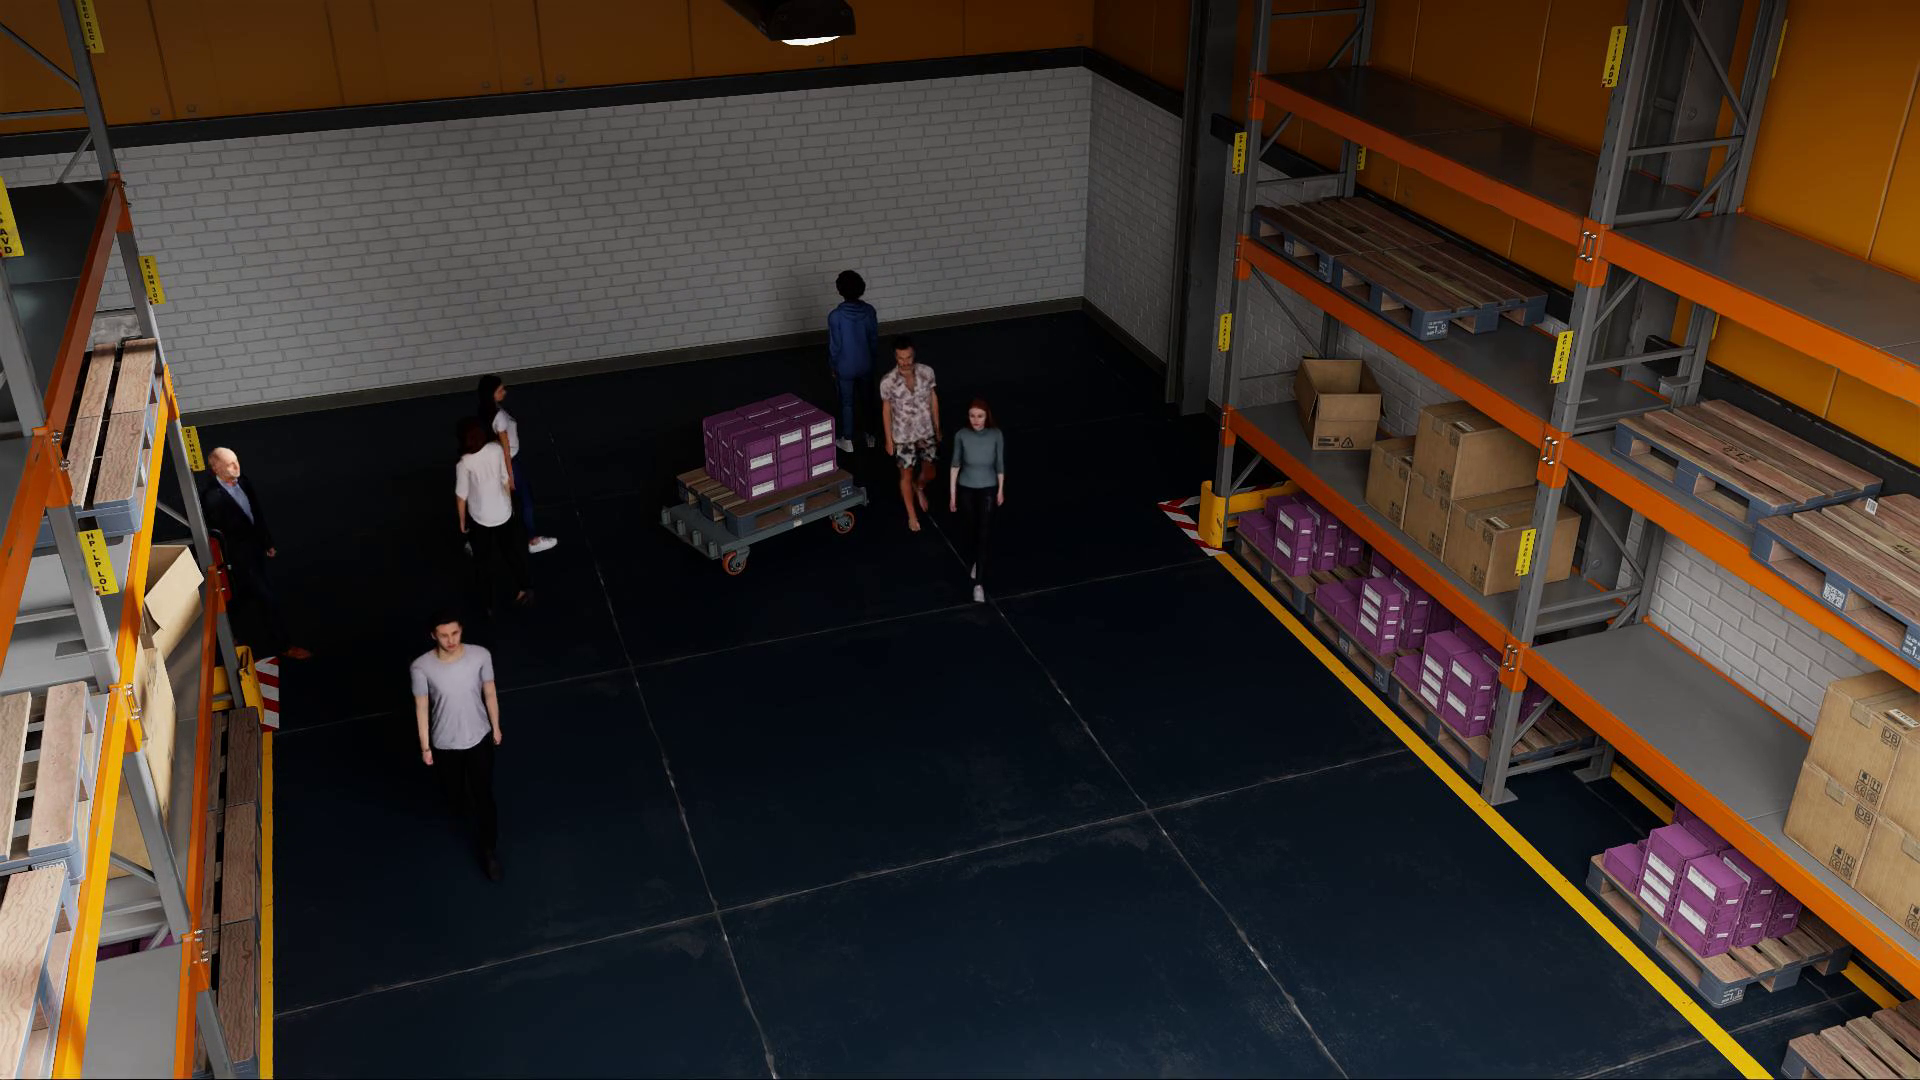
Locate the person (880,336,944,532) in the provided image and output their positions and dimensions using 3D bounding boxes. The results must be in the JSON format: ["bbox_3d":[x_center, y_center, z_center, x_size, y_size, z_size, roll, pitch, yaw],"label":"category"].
[{"bbox_3d":[-0.441,-1.000,14.702,0.739,1.803,0.736,-12,31,-21],"label":"person"}]

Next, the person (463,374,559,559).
[{"bbox_3d":[-3.893,-0.564,13.968,0.906,1.741,1.081,-24,37,-36],"label":"person"}]

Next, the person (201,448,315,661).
[{"bbox_3d":[-5.532,0.106,12.702,1.112,1.778,1.191,5,29,9],"label":"person"}]

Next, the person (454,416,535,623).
[{"bbox_3d":[-3.723,-0.155,13.178,0.702,1.779,0.682,-20,35,-33],"label":"person"}]

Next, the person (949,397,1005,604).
[{"bbox_3d":[0.152,-0.403,13.708,0.912,1.707,1.143,4,29,7],"label":"person"}]

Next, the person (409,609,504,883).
[{"bbox_3d":[-3.182,1.229,10.571,0.668,1.847,1.047,-11,30,-19],"label":"person"}]

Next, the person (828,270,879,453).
[{"bbox_3d":[-1.023,-1.724,16.021,0.688,1.811,0.591,-13,31,-22],"label":"person"}]
